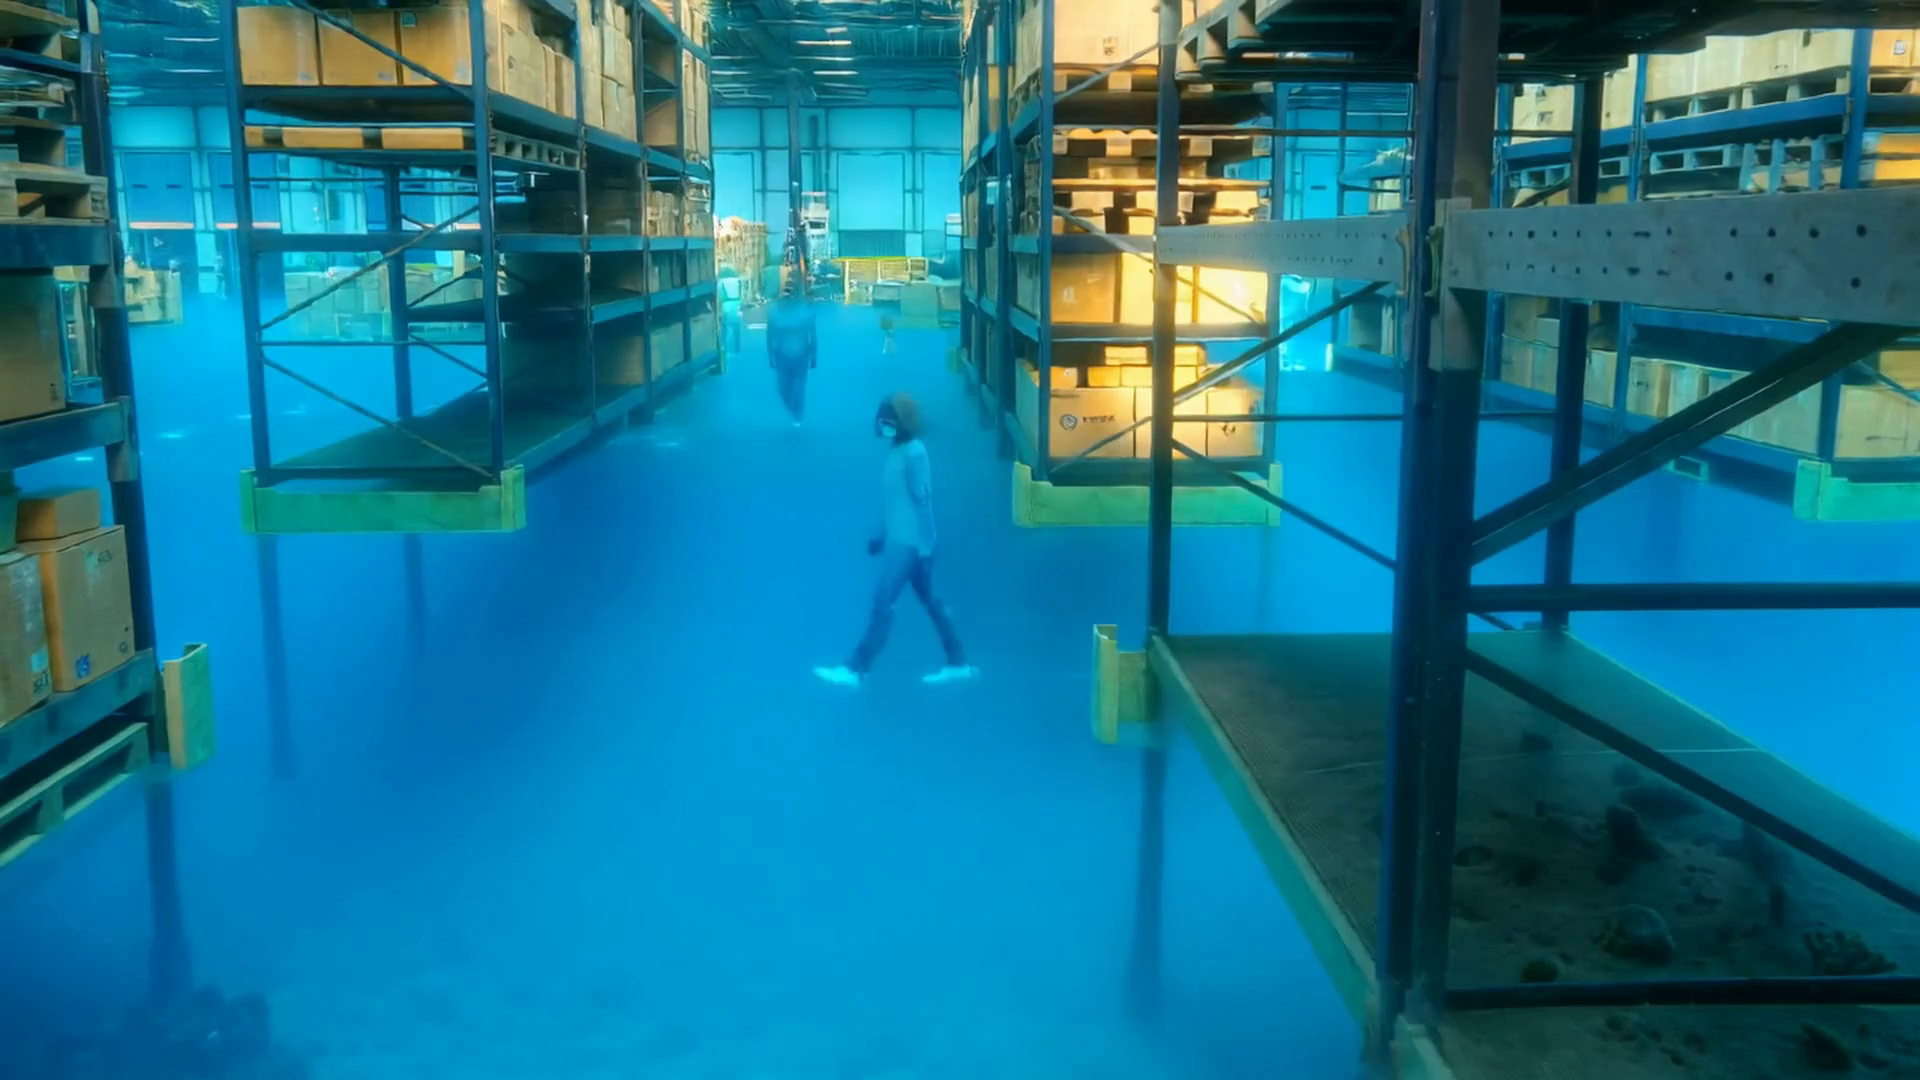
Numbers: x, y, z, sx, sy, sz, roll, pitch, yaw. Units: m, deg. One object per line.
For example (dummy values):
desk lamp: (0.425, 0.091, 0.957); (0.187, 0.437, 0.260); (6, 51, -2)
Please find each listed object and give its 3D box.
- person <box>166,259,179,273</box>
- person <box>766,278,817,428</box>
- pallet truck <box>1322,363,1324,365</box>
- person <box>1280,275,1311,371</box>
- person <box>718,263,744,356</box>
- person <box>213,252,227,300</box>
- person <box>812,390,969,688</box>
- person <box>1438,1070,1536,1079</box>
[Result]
person: (-31.677, -10.497, 66.970); (0.536, 1.671, 0.786); (-1, 10, -3)
person: (-2.132, -2.378, 21.151); (0.642, 1.889, 0.619); (0, 10, 2)
pallet truck: (7.712, -4.157, 30.737); (1.885, 1.965, 0.823); (3, 11, 16)
person: (6.076, -4.029, 30.195); (0.630, 1.938, 0.372); (-4, 11, -19)
person: (-4.751, -4.755, 34.327); (0.583, 1.899, 0.806); (-5, 11, -27)
person: (-29.946, -10.692, 67.344); (0.465, 1.925, 0.542); (2, 10, 12)
person: (-0.341, 0.007, 8.684); (0.878, 1.578, 0.558); (-3, 10, -14)
person: (0.398, 1.213, 1.352); (0.582, 1.808, 0.848); (-2, 10, -9)
